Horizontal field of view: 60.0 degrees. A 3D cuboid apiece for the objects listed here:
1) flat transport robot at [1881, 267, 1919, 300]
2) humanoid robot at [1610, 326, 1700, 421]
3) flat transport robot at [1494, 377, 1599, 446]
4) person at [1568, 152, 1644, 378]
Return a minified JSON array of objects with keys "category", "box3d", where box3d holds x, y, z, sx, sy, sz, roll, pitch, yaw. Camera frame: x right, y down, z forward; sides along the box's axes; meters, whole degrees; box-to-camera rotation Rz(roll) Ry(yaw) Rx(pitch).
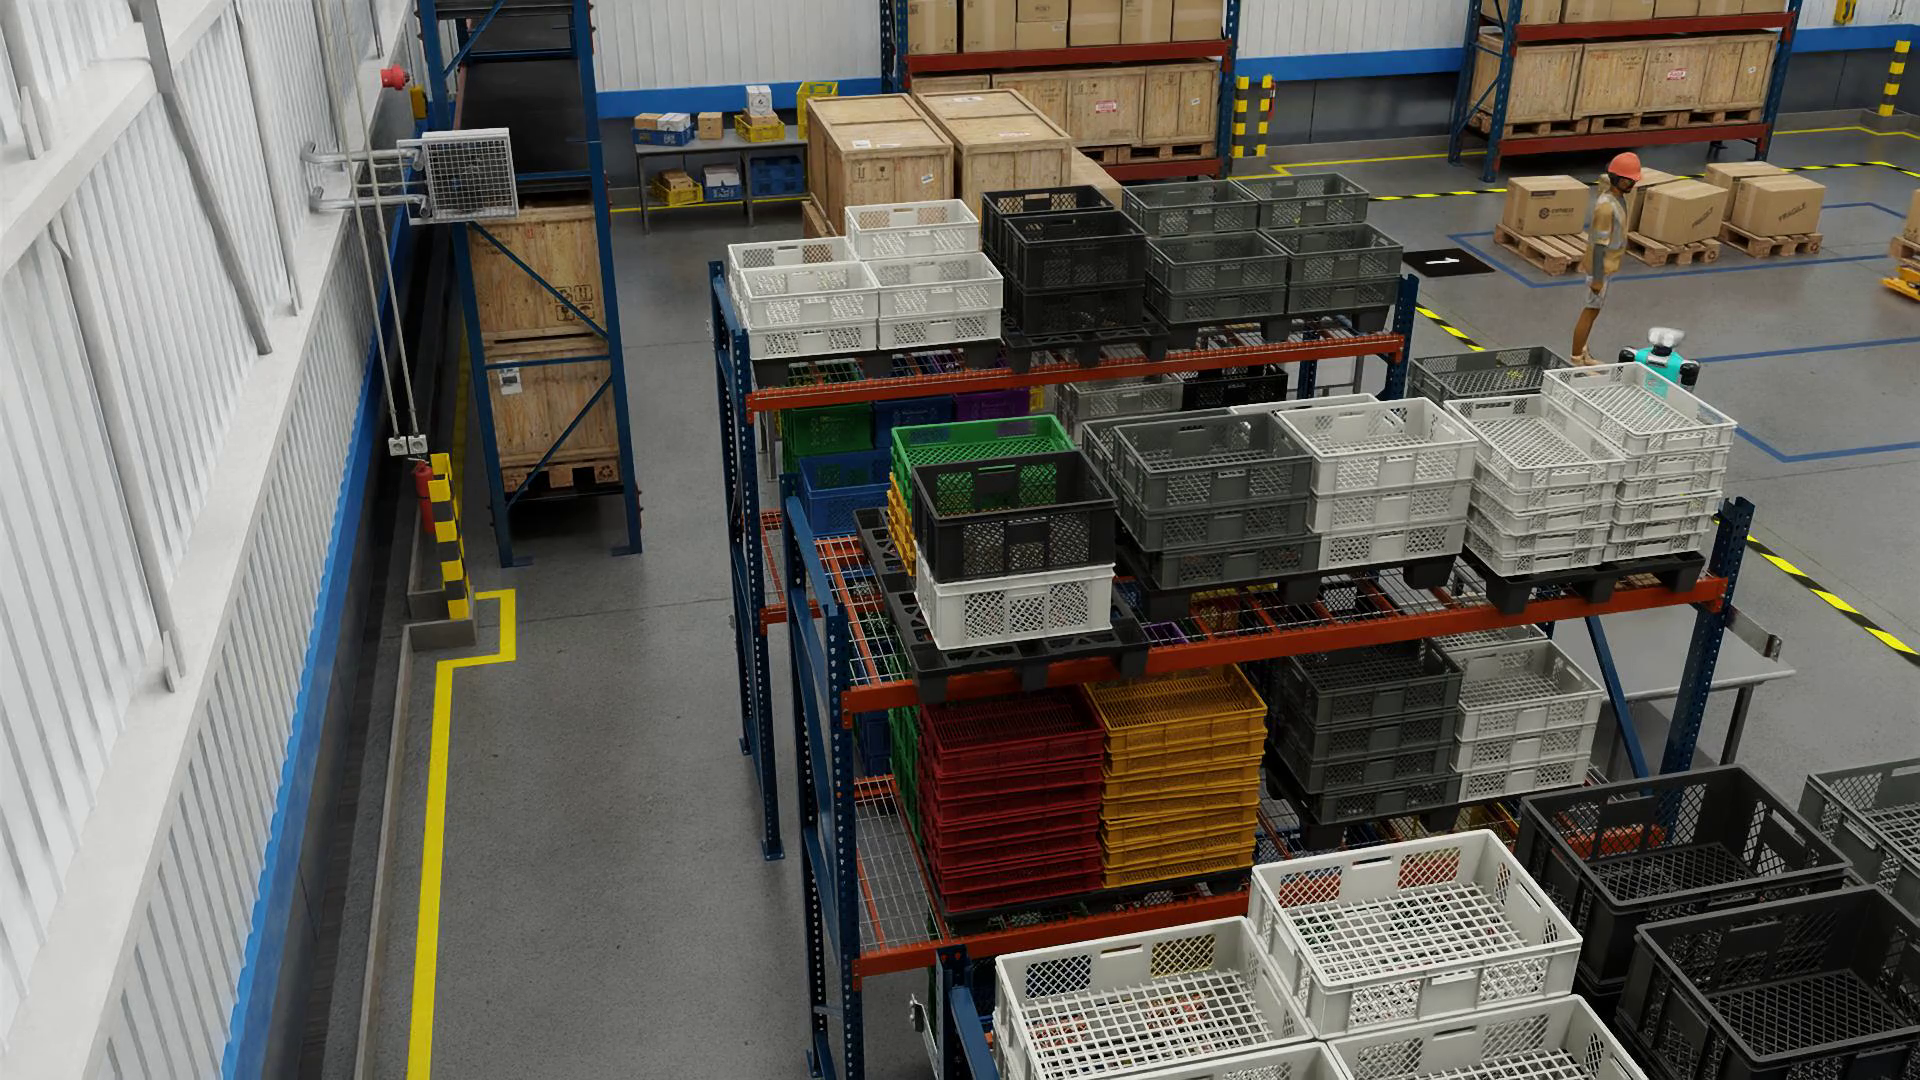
[{"category":"flat transport robot","box3d":[10.319,-2.671,17.085,1.431,0.197,0.652,-6,28,-12]},{"category":"humanoid robot","box3d":[4.903,-0.787,11.820,0.533,1.677,0.735,17,32,29]},{"category":"flat transport robot","box3d":[4.780,-1.036,14.013,0.659,0.231,1.431,-6,28,-12]},{"category":"person","box3d":[5.725,-2.426,14.751,0.369,2.040,0.615,14,31,25]}]
